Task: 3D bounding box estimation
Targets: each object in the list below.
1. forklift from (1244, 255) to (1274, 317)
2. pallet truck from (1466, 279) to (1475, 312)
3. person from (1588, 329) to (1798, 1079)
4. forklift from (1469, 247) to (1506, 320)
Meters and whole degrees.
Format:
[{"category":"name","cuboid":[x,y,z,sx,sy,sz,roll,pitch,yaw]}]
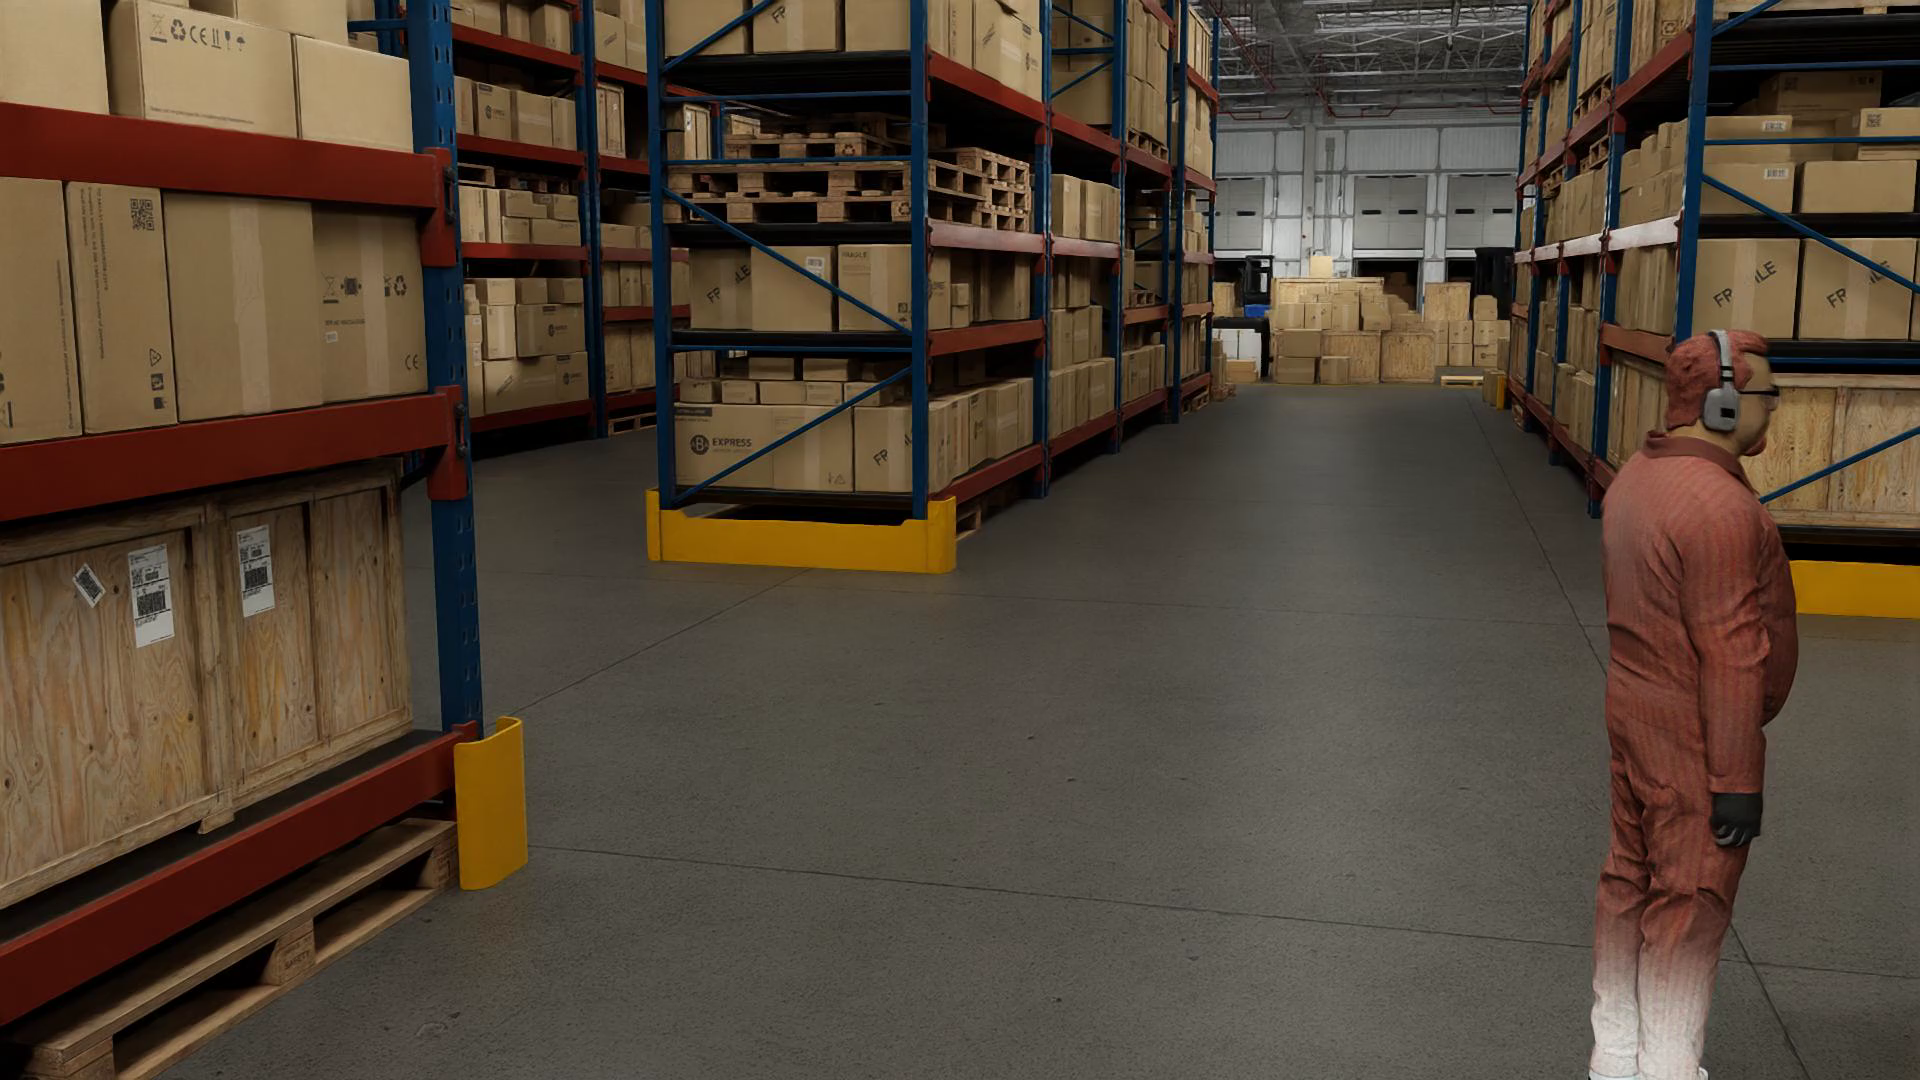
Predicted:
[{"category":"forklift","cuboid":[10.478,-8.583,58.304,1.129,2.768,1.873,0,9,-1]},{"category":"pallet truck","cuboid":[18.896,-8.459,60.307,1.885,1.965,0.823,5,10,31]},{"category":"person","cuboid":[1.720,0.468,3.887,0.407,1.908,0.641,0,9,1]},{"category":"forklift","cuboid":[13.730,-6.220,43.289,1.873,2.768,1.129,-3,9,-17]}]
